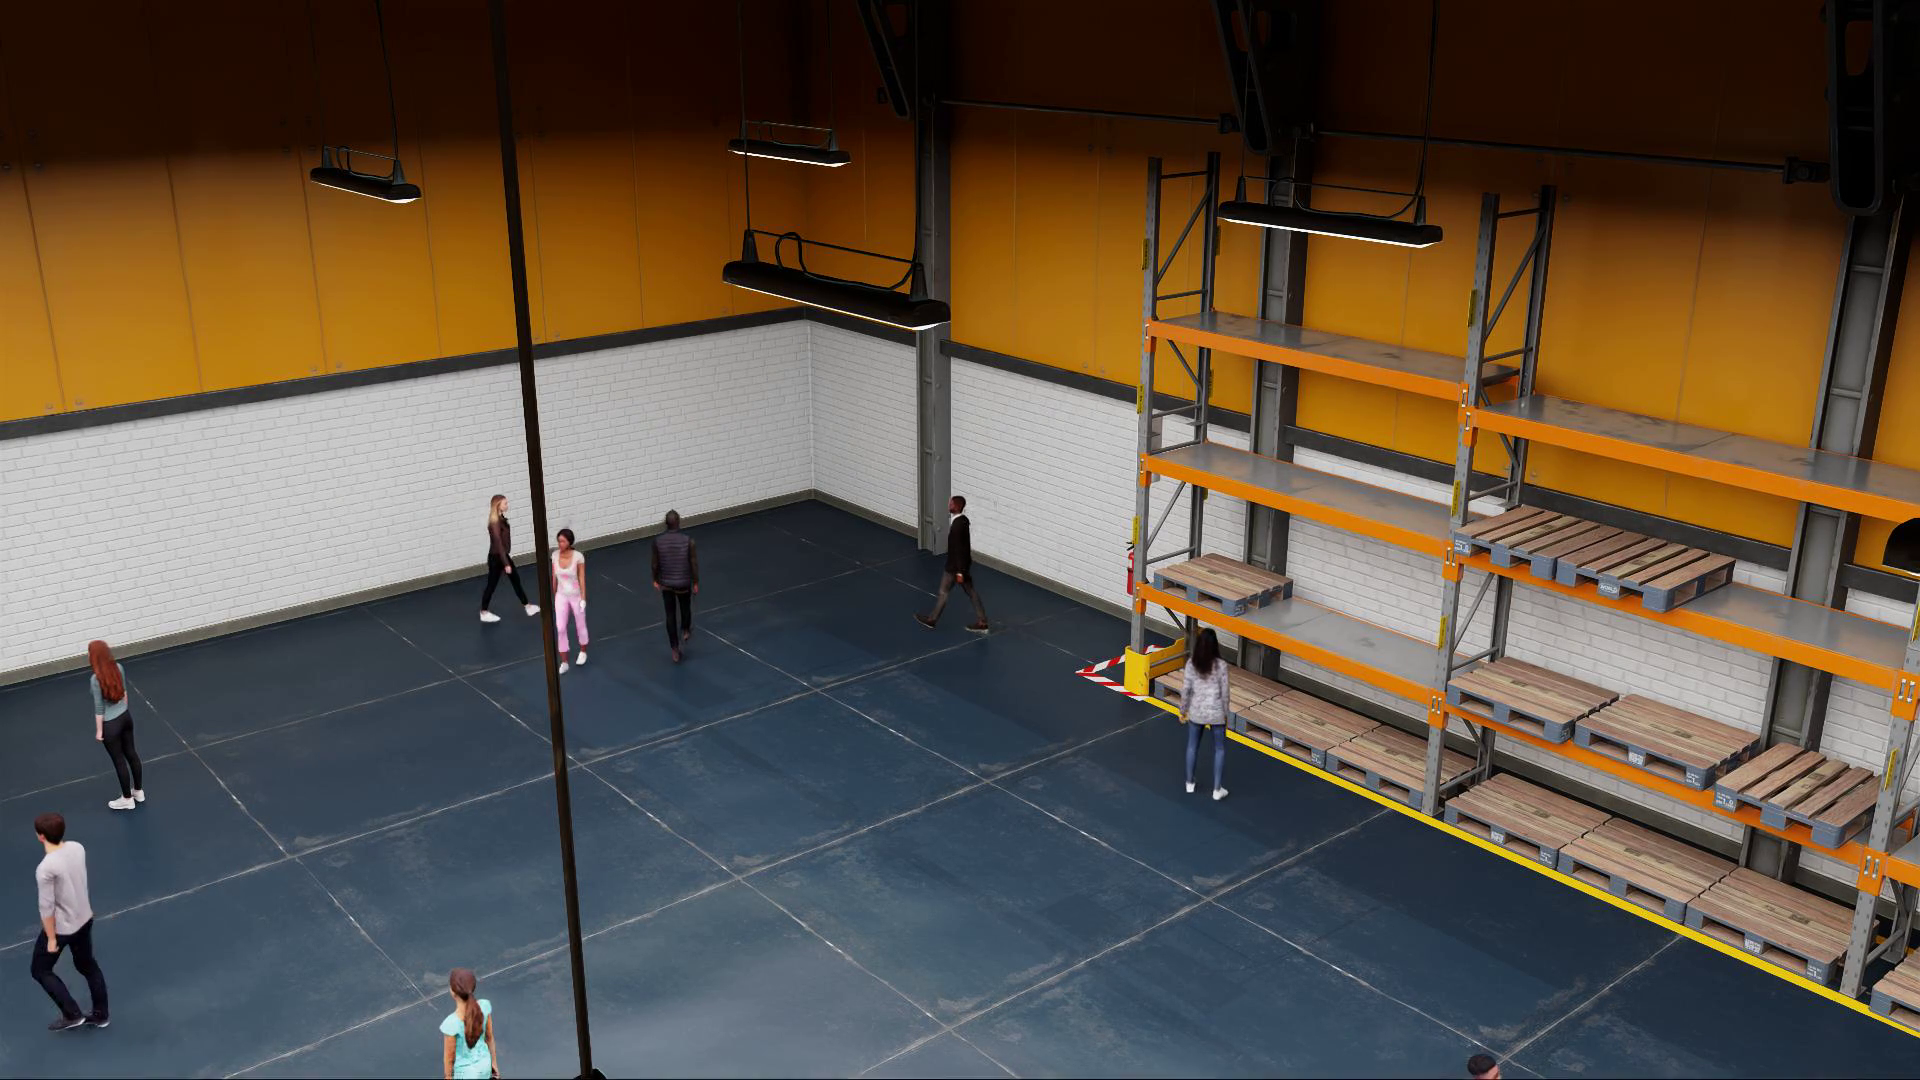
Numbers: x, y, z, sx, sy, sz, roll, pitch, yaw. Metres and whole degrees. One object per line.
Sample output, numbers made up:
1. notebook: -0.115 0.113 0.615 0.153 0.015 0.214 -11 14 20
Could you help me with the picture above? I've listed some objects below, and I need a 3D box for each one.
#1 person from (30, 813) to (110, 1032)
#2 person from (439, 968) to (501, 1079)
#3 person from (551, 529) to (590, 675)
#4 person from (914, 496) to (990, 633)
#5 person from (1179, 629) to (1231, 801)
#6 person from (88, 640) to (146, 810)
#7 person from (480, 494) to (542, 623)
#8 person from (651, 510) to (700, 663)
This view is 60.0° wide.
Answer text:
1. person: -6.726 2.935 12.686 0.874 1.829 0.825 3 19 9
2. person: -3.250 3.598 11.180 1.081 1.533 0.712 13 23 34
3. person: -4.550 0.669 19.589 0.937 1.718 0.999 2 19 5
4. person: 0.072 0.346 20.503 1.284 1.747 1.112 5 19 15
5. person: 2.432 1.717 16.473 0.771 1.720 0.878 7 20 19
6. person: -8.243 1.792 16.216 0.704 1.743 0.675 5 19 14
7. person: -5.873 0.260 20.897 1.076 1.659 1.081 -1 19 -4
8. person: -3.395 0.572 19.758 1.115 1.793 1.242 -1 19 -4
